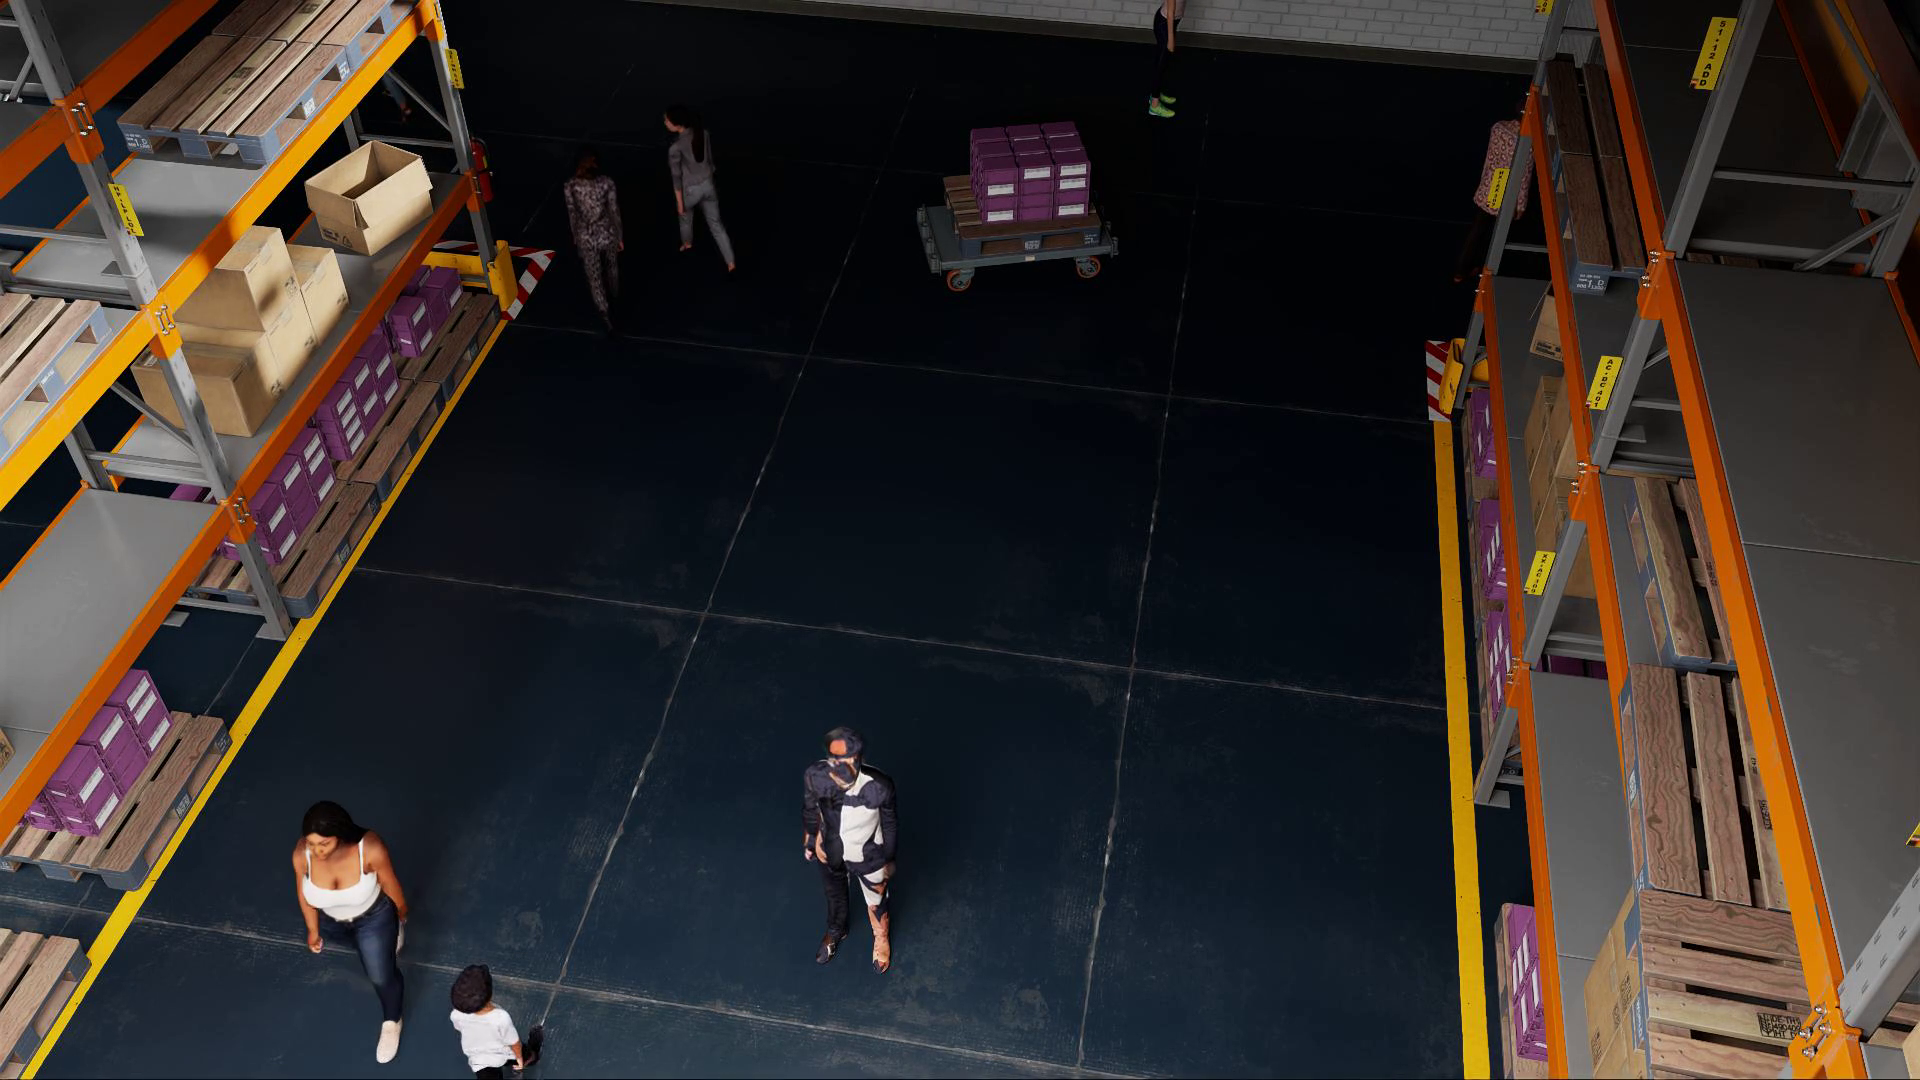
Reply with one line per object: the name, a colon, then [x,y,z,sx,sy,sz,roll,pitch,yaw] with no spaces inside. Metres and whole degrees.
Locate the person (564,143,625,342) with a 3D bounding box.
person: [-2.939,-2.393,13.474,0.872,1.694,1.124,-10,45,-11]

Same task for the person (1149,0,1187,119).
person: [2.006,-4.982,16.185,0.654,1.703,0.467,5,44,5]

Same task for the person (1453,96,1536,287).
person: [4.506,-2.866,13.892,0.836,1.801,0.748,-20,47,-20]

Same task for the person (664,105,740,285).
person: [-2.159,-2.867,14.025,1.170,1.619,1.139,-34,53,-30]

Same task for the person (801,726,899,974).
person: [-0.586,1.675,9.055,0.680,1.898,0.575,8,44,9]

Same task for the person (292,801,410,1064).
person: [-3.203,1.914,8.894,0.785,1.774,1.221,1,44,1]

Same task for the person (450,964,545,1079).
person: [-2.412,2.653,8.510,0.586,1.234,0.847,-1,44,-1]
